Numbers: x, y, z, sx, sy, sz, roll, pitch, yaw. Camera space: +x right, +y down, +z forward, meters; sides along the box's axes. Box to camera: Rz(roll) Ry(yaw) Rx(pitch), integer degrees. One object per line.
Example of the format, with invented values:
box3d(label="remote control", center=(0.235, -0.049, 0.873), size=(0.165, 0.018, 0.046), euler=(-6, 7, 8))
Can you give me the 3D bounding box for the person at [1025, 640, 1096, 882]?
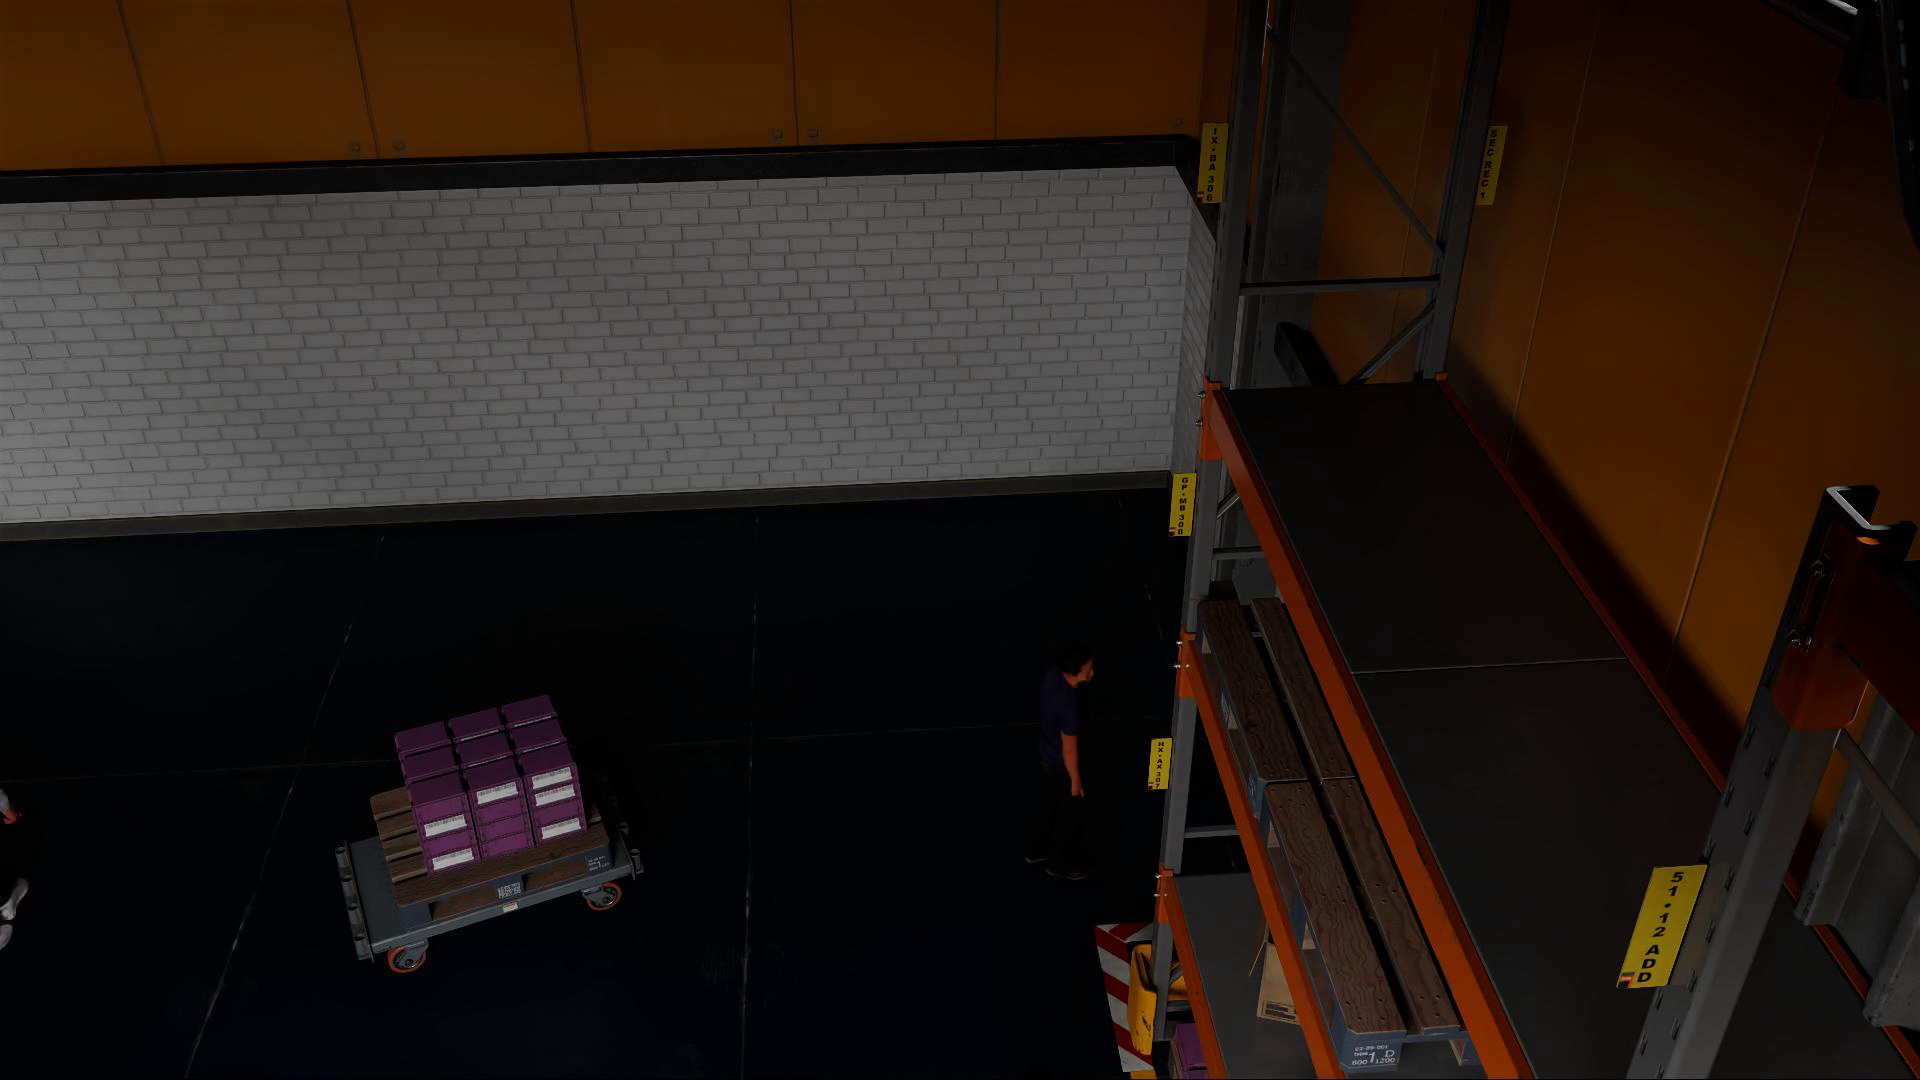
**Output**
box3d(label="person", center=(0.609, 1.262, 9.853), size=(0.744, 1.775, 0.557), euler=(-12, 35, -17))
